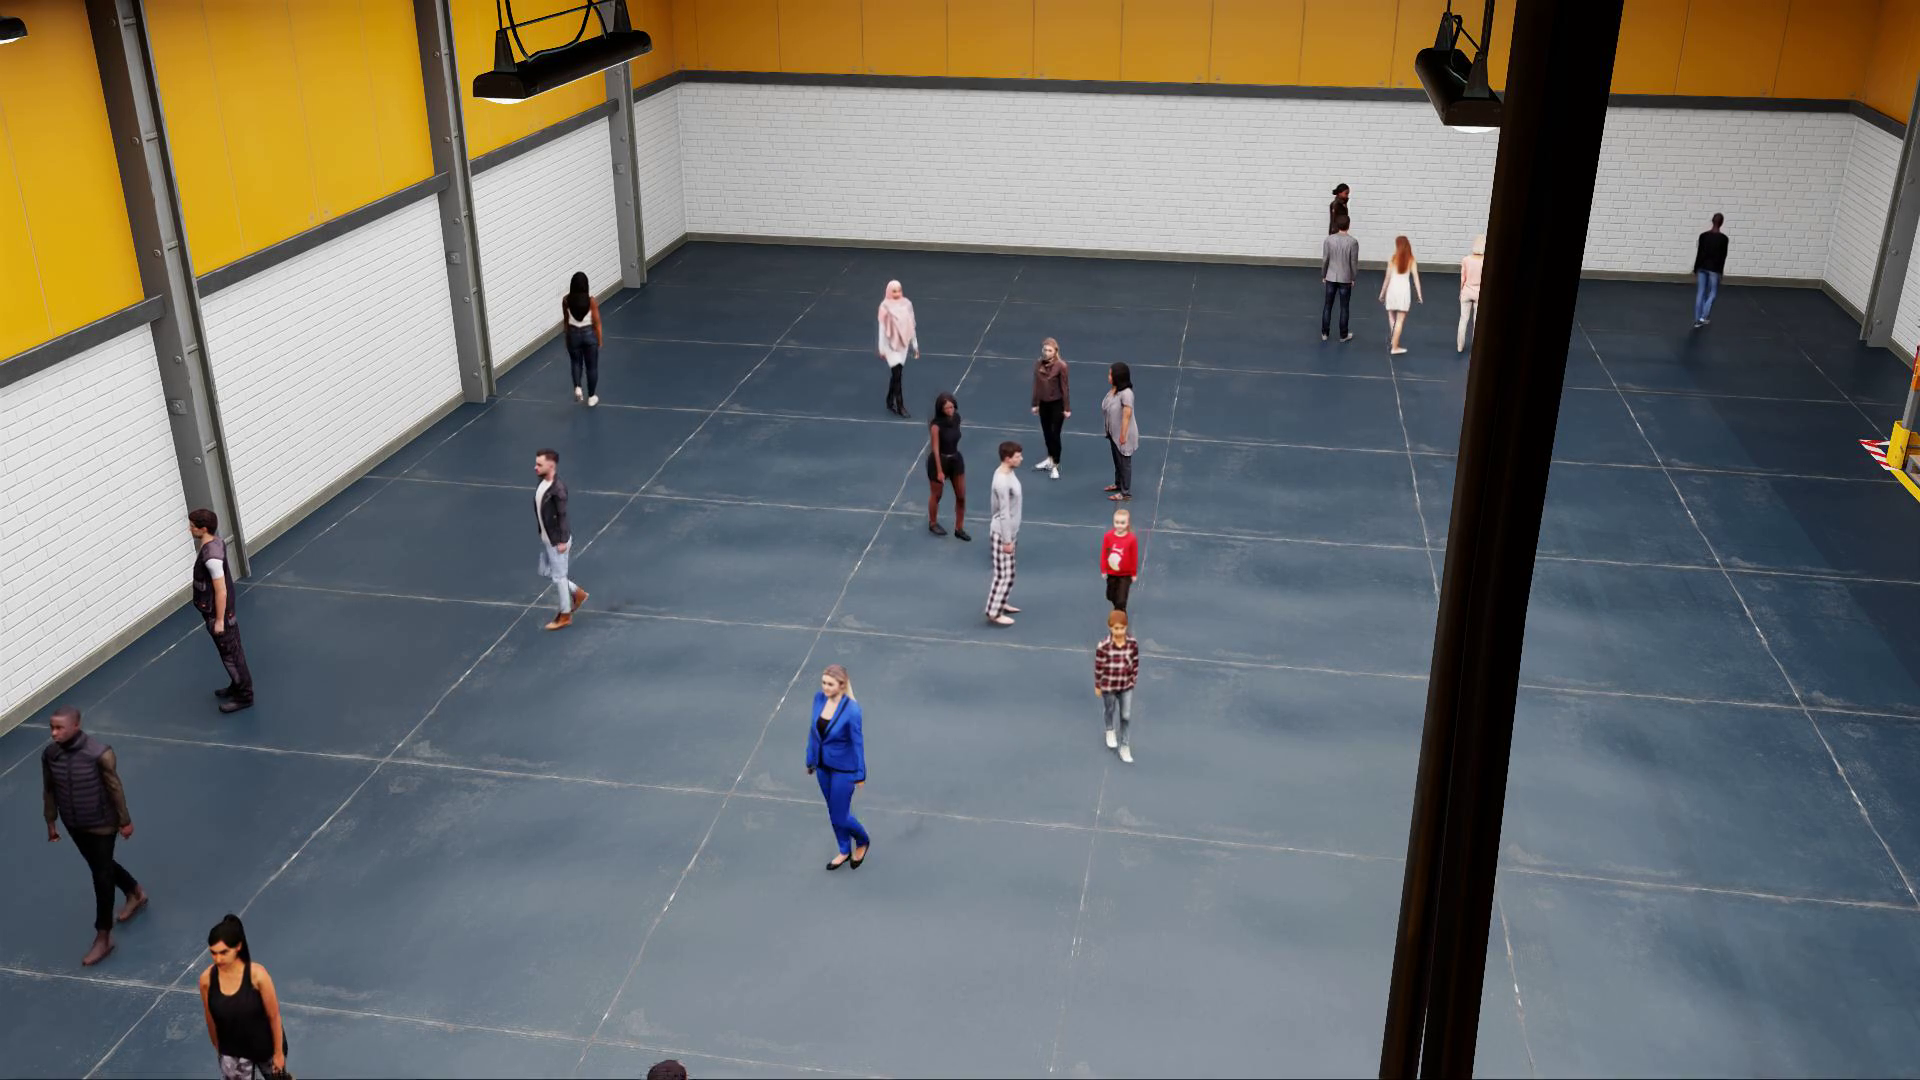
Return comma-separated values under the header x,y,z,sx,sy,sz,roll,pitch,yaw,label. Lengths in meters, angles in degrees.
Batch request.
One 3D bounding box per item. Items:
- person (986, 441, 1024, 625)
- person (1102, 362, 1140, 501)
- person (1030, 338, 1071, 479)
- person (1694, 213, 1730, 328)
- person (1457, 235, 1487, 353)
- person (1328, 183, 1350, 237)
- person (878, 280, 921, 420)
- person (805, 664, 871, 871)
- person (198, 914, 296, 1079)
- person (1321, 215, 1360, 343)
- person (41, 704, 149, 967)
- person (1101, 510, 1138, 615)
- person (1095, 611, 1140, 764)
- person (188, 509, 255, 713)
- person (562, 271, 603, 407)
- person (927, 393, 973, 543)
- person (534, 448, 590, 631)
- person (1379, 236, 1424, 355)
x,y,z,sx,sy,sz,roll,pitch,yaw,label
0.421,-0.085,16.022,0.695,1.843,0.505,2,24,5,person
1.857,-1.265,19.020,0.783,1.605,0.698,-4,24,-8,person
1.085,-1.595,19.671,0.815,1.688,0.861,19,30,37,person
11.374,-4.088,25.308,0.703,1.740,0.721,18,30,36,person
7.466,-3.572,24.149,0.664,1.723,0.628,12,26,26,person
6.297,-5.137,27.805,0.677,1.662,0.733,-16,28,-33,person
-0.870,-2.512,21.653,1.004,1.780,1.078,-15,28,-31,person
-0.837,1.646,12.255,0.740,1.689,0.773,19,30,37,person
-4.041,2.854,9.565,0.812,1.631,1.126,-4,24,-9,person
5.631,-3.886,24.680,0.748,1.874,0.706,11,26,24,person
-5.943,1.920,11.478,0.735,1.809,0.998,5,24,11,person
1.530,0.293,15.882,0.563,1.264,0.876,7,25,16,person
1.292,1.157,13.879,0.662,1.284,0.831,-2,24,-5,person
-6.432,0.589,14.473,0.799,1.849,0.708,-11,26,-24,person
-4.976,-2.606,21.847,0.701,1.797,0.770,0,24,1,person
-0.188,-0.794,17.832,0.944,1.693,0.910,19,30,37,person
-3.803,-0.036,15.930,0.922,1.827,0.862,-15,28,-30,person
6.336,-3.542,24.141,0.878,1.675,0.898,14,27,28,person
